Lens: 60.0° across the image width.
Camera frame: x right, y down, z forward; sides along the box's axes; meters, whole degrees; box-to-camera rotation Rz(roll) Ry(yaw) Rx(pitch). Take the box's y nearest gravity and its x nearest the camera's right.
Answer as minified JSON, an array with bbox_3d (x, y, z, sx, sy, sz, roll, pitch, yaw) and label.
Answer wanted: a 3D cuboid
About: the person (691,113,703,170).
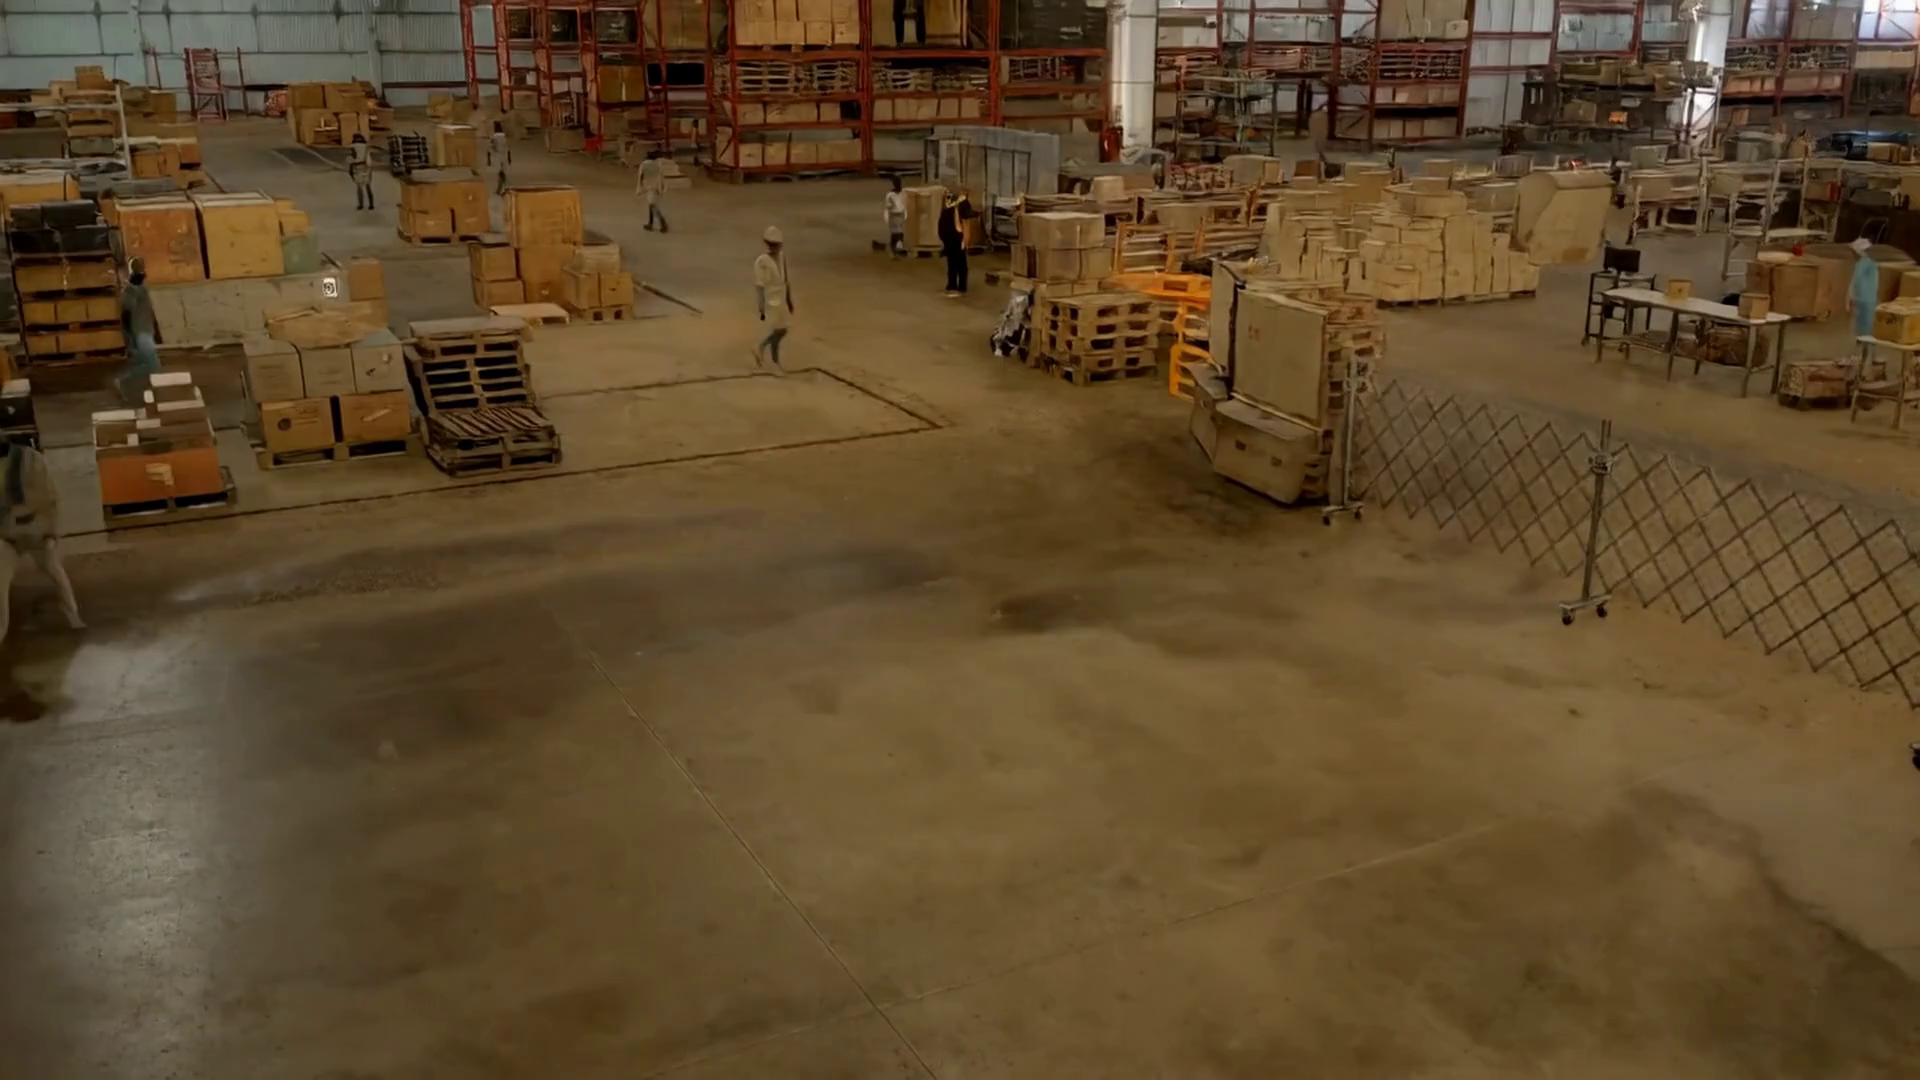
[{"bbox_3d":[-7.993,-12.087,50.417,0.322,1.699,0.536,-6,19,-17],"label":"person"}]

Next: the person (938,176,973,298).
[{"bbox_3d":[-0.113,-5.130,28.180,0.538,2.000,0.683,-10,20,-28],"label":"person"}]

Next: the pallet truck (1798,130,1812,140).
[{"bbox_3d":[25.526,-11.556,49.408,1.630,1.274,0.653,-9,20,-26],"label":"pallet truck"}]

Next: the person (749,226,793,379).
[{"bbox_3d":[-2.538,-3.173,22.114,0.712,2.022,0.624,11,21,30],"label":"person"}]

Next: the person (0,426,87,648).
[{"bbox_3d":[-7.262,-0.064,12.807,0.669,1.793,0.718,-3,18,-10],"label":"person"}]

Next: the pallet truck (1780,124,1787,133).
[{"bbox_3d":[25.206,-12.542,52.601,1.601,1.201,0.680,0,18,-2],"label":"pallet truck"}]

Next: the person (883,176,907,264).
[{"bbox_3d":[-1.293,-6.179,32.042,0.576,1.671,0.580,16,23,40],"label":"person"}]

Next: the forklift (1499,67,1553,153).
[{"bbox_3d":[19.126,-14.294,55.397,1.873,2.768,1.129,-9,20,-26],"label":"forklift"}]

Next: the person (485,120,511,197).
[{"bbox_3d":[-12.088,-9.940,43.341,0.904,1.924,0.623,14,23,38],"label":"person"}]

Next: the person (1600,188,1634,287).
[{"bbox_3d":[11.261,-5.117,28.477,0.874,1.843,0.526,-15,23,-38],"label":"person"}]

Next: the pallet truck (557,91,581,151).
[{"bbox_3d":[-13.495,-14.412,57.188,0.823,1.965,1.885,-3,18,-9],"label":"pallet truck"}]

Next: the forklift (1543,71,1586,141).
[{"bbox_3d":[18.685,-13.231,52.085,1.873,2.768,1.129,-9,20,-26],"label":"forklift"}]

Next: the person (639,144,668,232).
[{"bbox_3d":[-6.700,-7.700,36.431,0.887,1.906,0.543,15,23,39],"label":"person"}]

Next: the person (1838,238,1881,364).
[{"bbox_3d":[12.499,-3.284,22.946,0.484,1.724,0.562,-3,18,-10],"label":"person"}]

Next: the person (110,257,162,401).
[{"bbox_3d":[-10.186,-2.587,20.602,0.880,1.837,0.515,1,18,4],"label":"person"}]

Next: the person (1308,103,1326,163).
[{"bbox_3d":[11.203,-12.749,52.182,0.646,1.890,0.579,-12,21,-33],"label":"person"}]

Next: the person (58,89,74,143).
[{"bbox_3d":[-32.316,-15.338,60.224,0.390,1.910,0.583,-16,23,-40],"label":"person"}]

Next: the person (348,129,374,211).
[{"bbox_3d":[-14.505,-8.949,40.250,0.545,1.939,0.374,-13,22,-35],"label":"person"}]

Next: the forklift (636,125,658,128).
[{"bbox_3d":[-13.297,-18.107,67.284,1.873,2.768,1.129,-9,20,-26],"label":"forklift"}]
